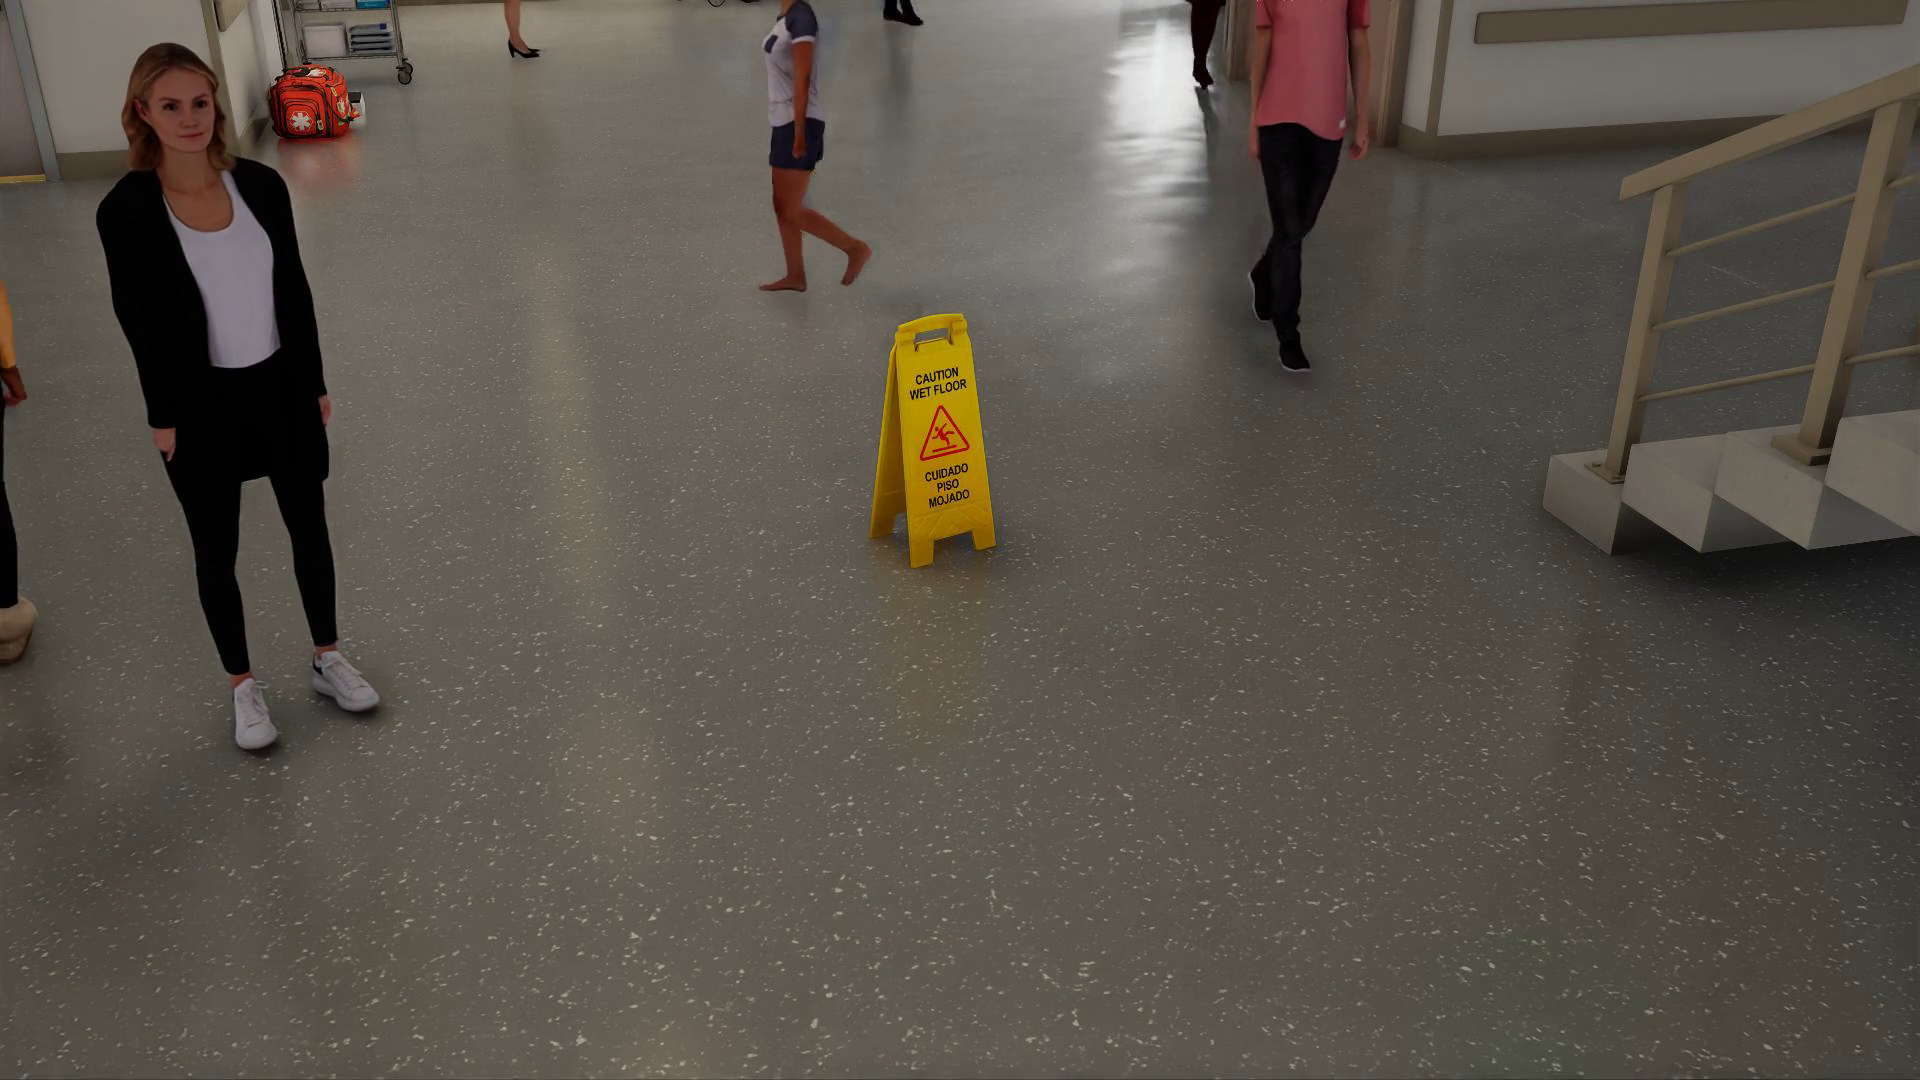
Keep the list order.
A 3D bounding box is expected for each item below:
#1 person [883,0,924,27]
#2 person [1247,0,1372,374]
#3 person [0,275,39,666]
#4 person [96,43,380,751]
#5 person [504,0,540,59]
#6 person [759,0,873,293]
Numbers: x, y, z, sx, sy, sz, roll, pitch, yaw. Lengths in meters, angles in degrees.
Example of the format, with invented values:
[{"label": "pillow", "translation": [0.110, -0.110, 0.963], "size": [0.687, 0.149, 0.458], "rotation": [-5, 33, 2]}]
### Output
[{"label": "person", "translation": [-0.638, -5.672, 15.228], "size": [1.057, 1.844, 0.991], "rotation": [20, 32, 35]}, {"label": "person", "translation": [1.413, -1.741, 6.988], "size": [0.741, 1.920, 1.240], "rotation": [-4, 26, -8]}, {"label": "person", "translation": [-2.782, -0.396, 4.512], "size": [0.663, 1.648, 0.654], "rotation": [-14, 29, -27]}, {"label": "person", "translation": [-1.821, -0.331, 4.201], "size": [0.667, 1.801, 0.661], "rotation": [-23, 34, -39]}, {"label": "person", "translation": [-3.718, -4.857, 13.740], "size": [0.761, 1.670, 0.573], "rotation": [-5, 26, -9]}, {"label": "person", "translation": [-0.683, -1.900, 7.675], "size": [0.659, 1.610, 0.714], "rotation": [-4, 26, -8]}]
